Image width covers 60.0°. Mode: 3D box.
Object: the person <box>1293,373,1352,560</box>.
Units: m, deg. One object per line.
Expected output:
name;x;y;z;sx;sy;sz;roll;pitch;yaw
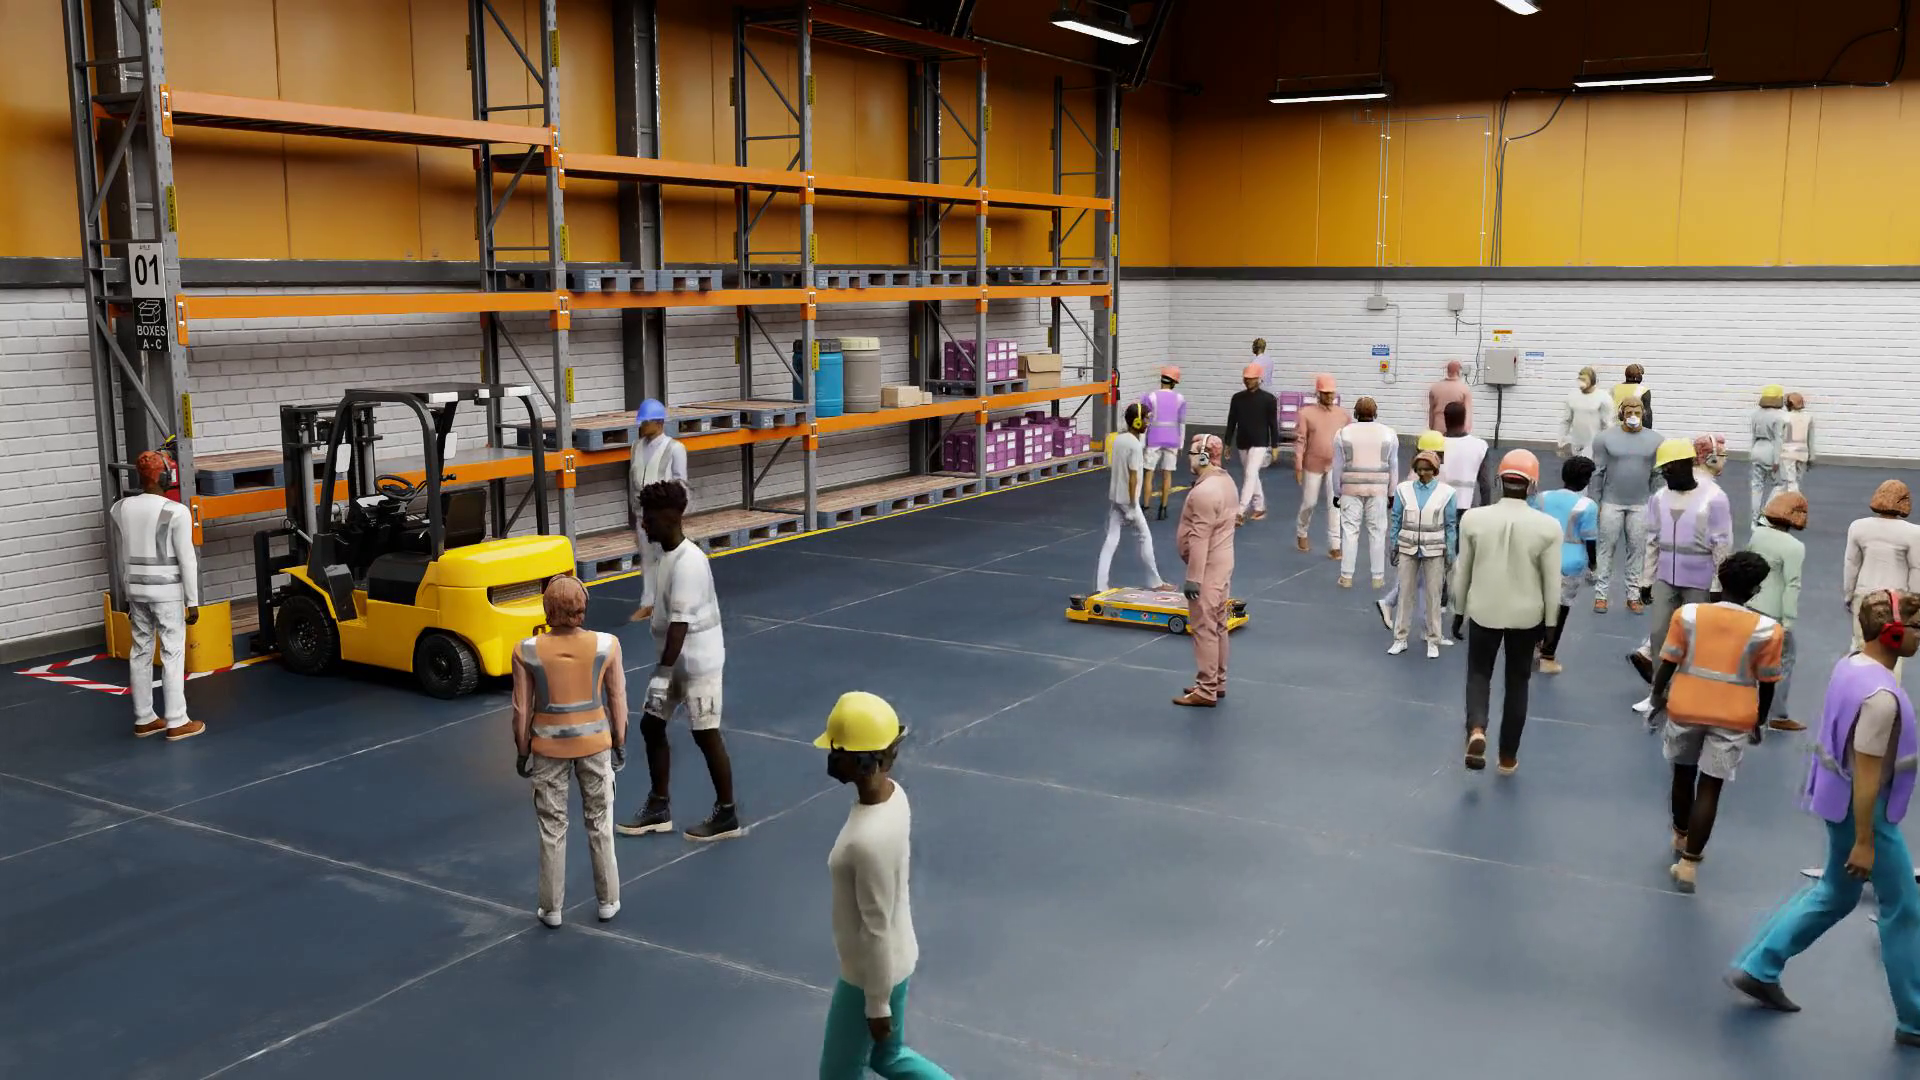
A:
person;3.867;-0.804;17.747;0.637;1.964;0.900;-1;9;-4

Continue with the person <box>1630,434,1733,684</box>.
person;5.158;0.197;11.702;0.594;1.890;0.656;1;9;4

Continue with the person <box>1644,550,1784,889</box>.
person;3.739;0.864;8.266;0.600;1.649;0.741;6;11;34

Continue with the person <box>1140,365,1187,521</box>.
person;2.418;-1.176;20.293;0.701;1.891;0.481;-1;9;-4

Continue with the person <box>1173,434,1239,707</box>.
person;1.713;0.208;11.637;0.401;1.902;0.646;4;10;24

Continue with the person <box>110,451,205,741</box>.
person;-5.178;0.362;10.747;0.567;1.878;0.350;2;9;13

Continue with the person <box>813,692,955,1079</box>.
person;-0.208;1.316;5.172;0.715;1.748;0.531;1;9;6

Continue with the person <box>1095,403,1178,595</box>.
person;1.623;-0.347;15.339;0.933;1.822;0.538;-5;10;-28

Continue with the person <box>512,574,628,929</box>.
person;-1.787;0.973;7.653;0.522;1.640;0.306;-3;10;-18

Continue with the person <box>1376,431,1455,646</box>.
person;3.767;-0.041;13.672;0.751;1.746;0.532;9;13;44

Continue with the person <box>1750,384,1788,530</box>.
person;9.461;-0.964;19.460;0.356;1.730;0.495;-4;10;-22

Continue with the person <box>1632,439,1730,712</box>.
person;4.923;0.282;11.287;0.385;1.918;0.612;-6;11;-33

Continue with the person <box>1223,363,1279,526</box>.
person;3.475;-1.159;20.026;0.644;1.938;1.014;8;12;40

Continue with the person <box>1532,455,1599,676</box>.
person;4.508;0.196;12.439;0.446;1.668;0.552;-6;11;-32

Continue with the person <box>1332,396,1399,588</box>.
person;3.867;-0.455;15.930;0.627;1.847;0.429;1;9;8

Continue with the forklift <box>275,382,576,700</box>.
forklift;-3.974;-0.067;12.417;2.313;2.155;1.214;5;11;30

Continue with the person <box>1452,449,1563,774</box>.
person;3.237;0.450;9.866;0.629;1.975;0.590;4;10;22

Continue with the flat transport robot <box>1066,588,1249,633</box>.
flat transport robot;1.693;0.593;14.281;1.431;0.197;0.652;5;11;30

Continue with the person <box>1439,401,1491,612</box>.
person;4.338;-0.266;14.592;0.629;1.895;0.655;2;9;9

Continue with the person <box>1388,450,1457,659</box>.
person;3.629;0.107;13.061;0.513;1.640;0.309;5;10;27

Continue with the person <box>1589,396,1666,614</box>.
person;5.897;-0.309;14.722;0.632;1.940;0.372;2;9;11

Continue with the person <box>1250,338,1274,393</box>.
person;5.011;-2.413;27.855;0.371;1.941;0.627;7;11;37

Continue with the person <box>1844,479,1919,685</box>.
person;6.221;0.404;11.218;0.286;1.633;0.500;-7;11;-37

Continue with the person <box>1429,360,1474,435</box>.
person;6.585;-1.475;22.263;0.664;1.852;0.986;8;12;42

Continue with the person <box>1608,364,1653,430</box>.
person;8.735;-1.371;21.658;0.429;1.843;0.632;-6;11;-32

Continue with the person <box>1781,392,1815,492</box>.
person;9.918;-0.966;19.893;0.505;1.593;0.830;-2;9;-11

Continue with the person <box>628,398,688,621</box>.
person;-2.618;-0.250;14.331;0.612;1.947;0.400;5;10;29

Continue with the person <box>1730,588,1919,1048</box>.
person;3.543;1.071;6.515;0.862;1.814;0.583;3;10;18

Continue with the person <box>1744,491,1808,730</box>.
person;5.234;0.470;10.894;0.683;1.609;0.546;-1;9;-9

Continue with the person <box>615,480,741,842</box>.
person;-1.530;0.653;8.734;0.777;1.934;0.635;-4;10;-23

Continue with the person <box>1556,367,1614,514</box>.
person;7.652;-1.176;20.325;1.033;1.890;0.653;-6;11;-33
